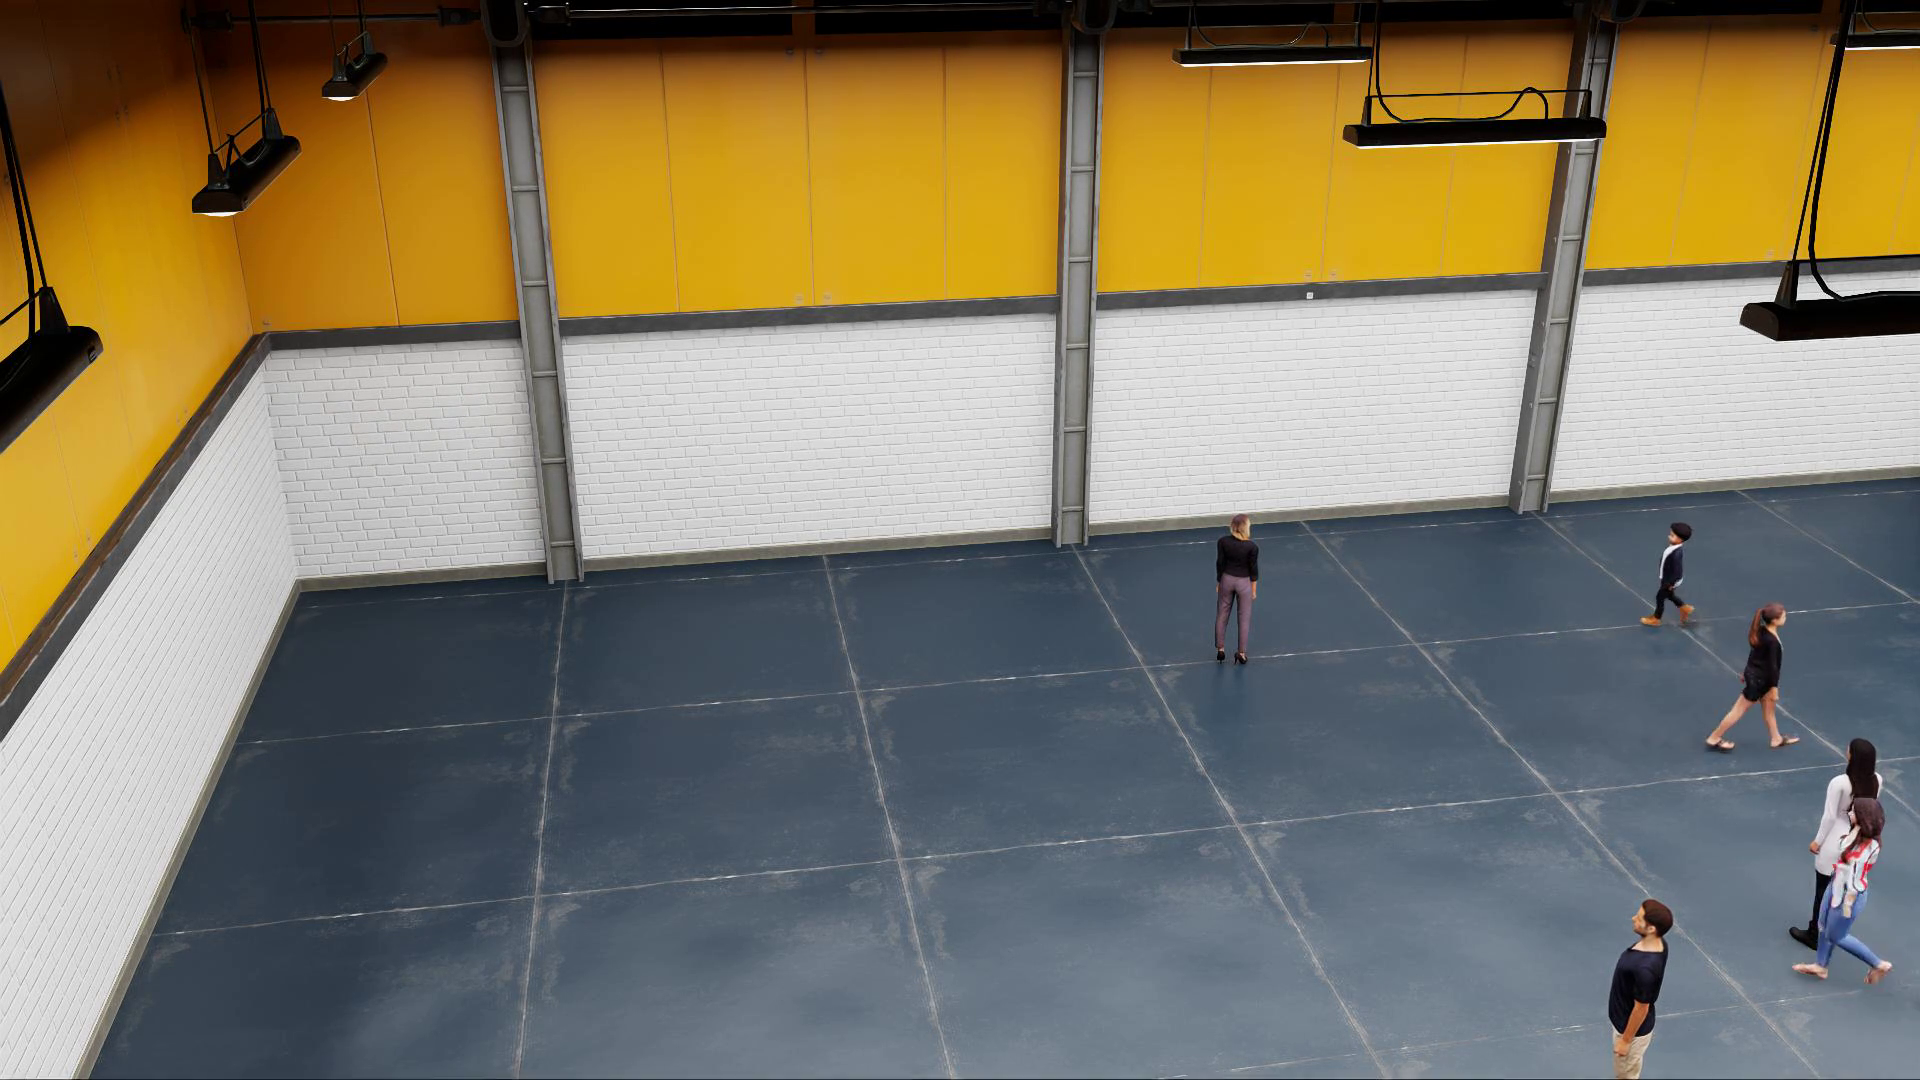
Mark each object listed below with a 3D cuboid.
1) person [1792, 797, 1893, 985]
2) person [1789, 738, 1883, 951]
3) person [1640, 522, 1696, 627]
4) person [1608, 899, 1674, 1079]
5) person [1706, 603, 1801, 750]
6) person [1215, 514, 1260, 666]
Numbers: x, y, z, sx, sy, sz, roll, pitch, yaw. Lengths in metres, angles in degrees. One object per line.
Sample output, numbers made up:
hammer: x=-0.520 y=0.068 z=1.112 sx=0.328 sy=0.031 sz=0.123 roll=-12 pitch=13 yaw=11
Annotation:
person: x=6.650 y=2.632 z=12.294 sx=0.968 sy=1.593 sz=0.849 roll=9 pitch=25 yaw=20
person: x=6.746 y=2.325 z=12.730 sx=0.466 sy=1.807 sz=0.670 roll=-5 pitch=24 yaw=-12
person: x=7.712 y=0.377 z=17.927 sx=0.834 sy=1.215 sz=0.700 roll=7 pitch=25 yaw=15
person: x=4.382 y=3.134 z=10.815 sx=0.729 sy=1.859 sz=0.715 roll=11 pitch=26 yaw=23
person: x=7.338 y=1.299 z=15.441 sx=1.124 sy=1.515 sz=0.778 roll=3 pitch=24 yaw=7
person: x=2.825 y=0.508 z=17.057 sx=0.637 sy=1.672 sz=0.734 roll=10 pitch=26 yaw=22
